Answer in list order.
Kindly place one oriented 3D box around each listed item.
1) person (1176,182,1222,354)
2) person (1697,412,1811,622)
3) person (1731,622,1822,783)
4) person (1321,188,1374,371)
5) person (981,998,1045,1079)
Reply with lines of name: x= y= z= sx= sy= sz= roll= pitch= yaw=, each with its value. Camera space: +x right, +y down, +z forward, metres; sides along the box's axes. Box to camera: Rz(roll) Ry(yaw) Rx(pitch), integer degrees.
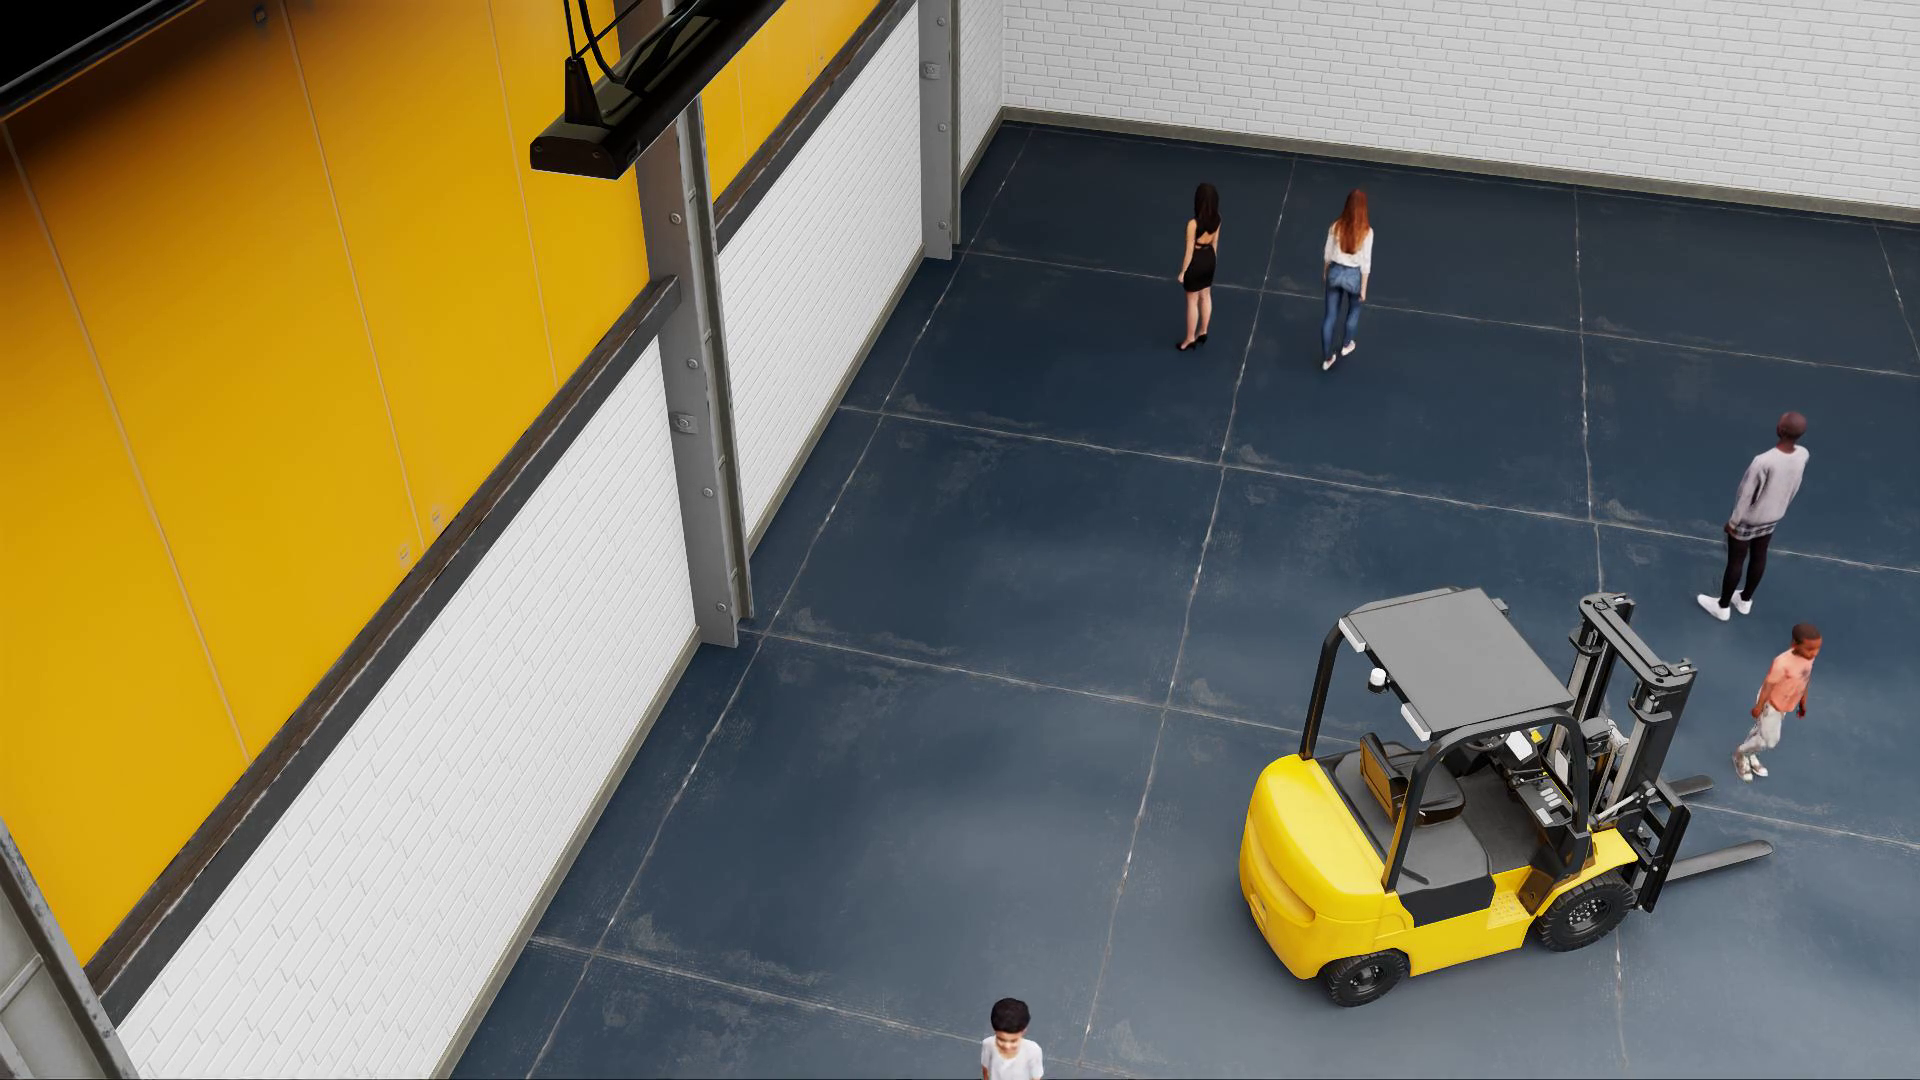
person: x=2.158 y=-2.441 z=14.955 sx=0.601 sy=1.649 sz=0.690 roll=-26 pitch=45 yaw=-28
person: x=5.780 y=-0.172 z=12.017 sx=0.695 sy=1.772 sz=0.710 roll=-12 pitch=40 yaw=-14
person: x=5.320 y=1.004 z=10.922 sx=0.571 sy=1.300 sz=0.626 roll=-17 pitch=42 yaw=-20
person: x=3.371 y=-2.258 z=14.674 sx=0.704 sy=1.714 sz=0.834 roll=18 pitch=42 yaw=22
person: x=0.286 y=2.804 z=8.712 sx=0.561 sy=1.245 sz=0.903 roll=4 pitch=39 yaw=5
